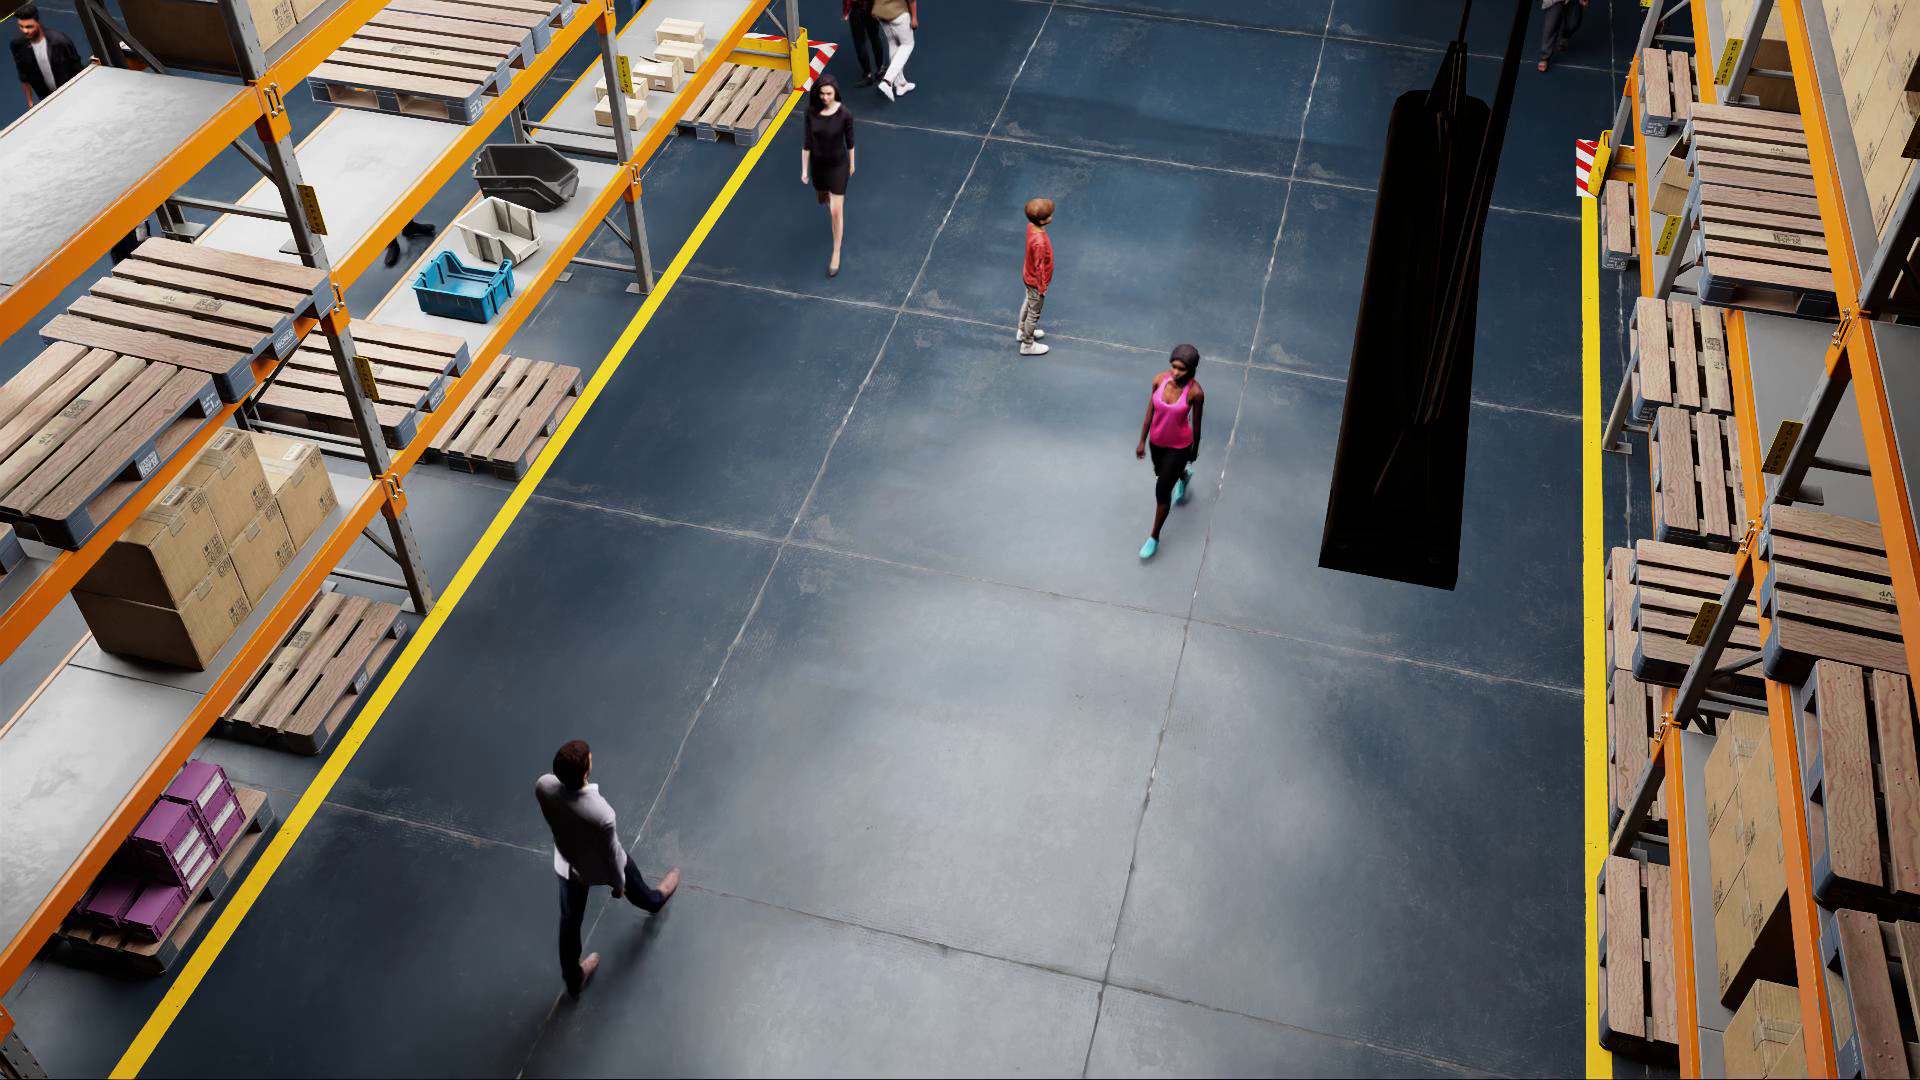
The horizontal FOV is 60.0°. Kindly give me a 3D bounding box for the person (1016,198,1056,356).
[{"bbox_3d":[0.608,-2.144,13.478,0.644,1.413,0.528,-6,44,-6],"label":"person"}]

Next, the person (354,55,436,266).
[{"bbox_3d":[-5.045,-3.270,14.351,0.735,1.839,0.935,-26,49,-24],"label":"person"}]

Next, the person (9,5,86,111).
[{"bbox_3d":[-8.274,-4.172,15.358,0.988,1.756,1.290,-1,44,-1],"label":"person"}]

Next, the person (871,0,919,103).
[{"bbox_3d":[-0.703,-5.161,16.361,0.919,1.804,0.999,31,51,28],"label":"person"}]

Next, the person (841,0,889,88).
[{"bbox_3d":[-0.909,-5.348,16.682,0.606,1.632,0.844,-34,53,-31],"label":"person"}]

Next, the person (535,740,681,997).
[{"bbox_3d":[-2.073,1.809,9.046,0.826,1.803,1.213,18,46,18],"label":"person"}]

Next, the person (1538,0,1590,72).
[{"bbox_3d":[6.249,-5.651,17.030,0.630,1.591,0.871,13,45,13],"label":"person"}]

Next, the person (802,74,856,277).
[{"bbox_3d":[-1.110,-3.232,14.358,0.597,1.774,1.079,10,44,10],"label":"person"}]

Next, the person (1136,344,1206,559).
[{"bbox_3d":[1.526,-0.727,11.788,0.842,1.691,1.164,28,50,26],"label":"person"}]
